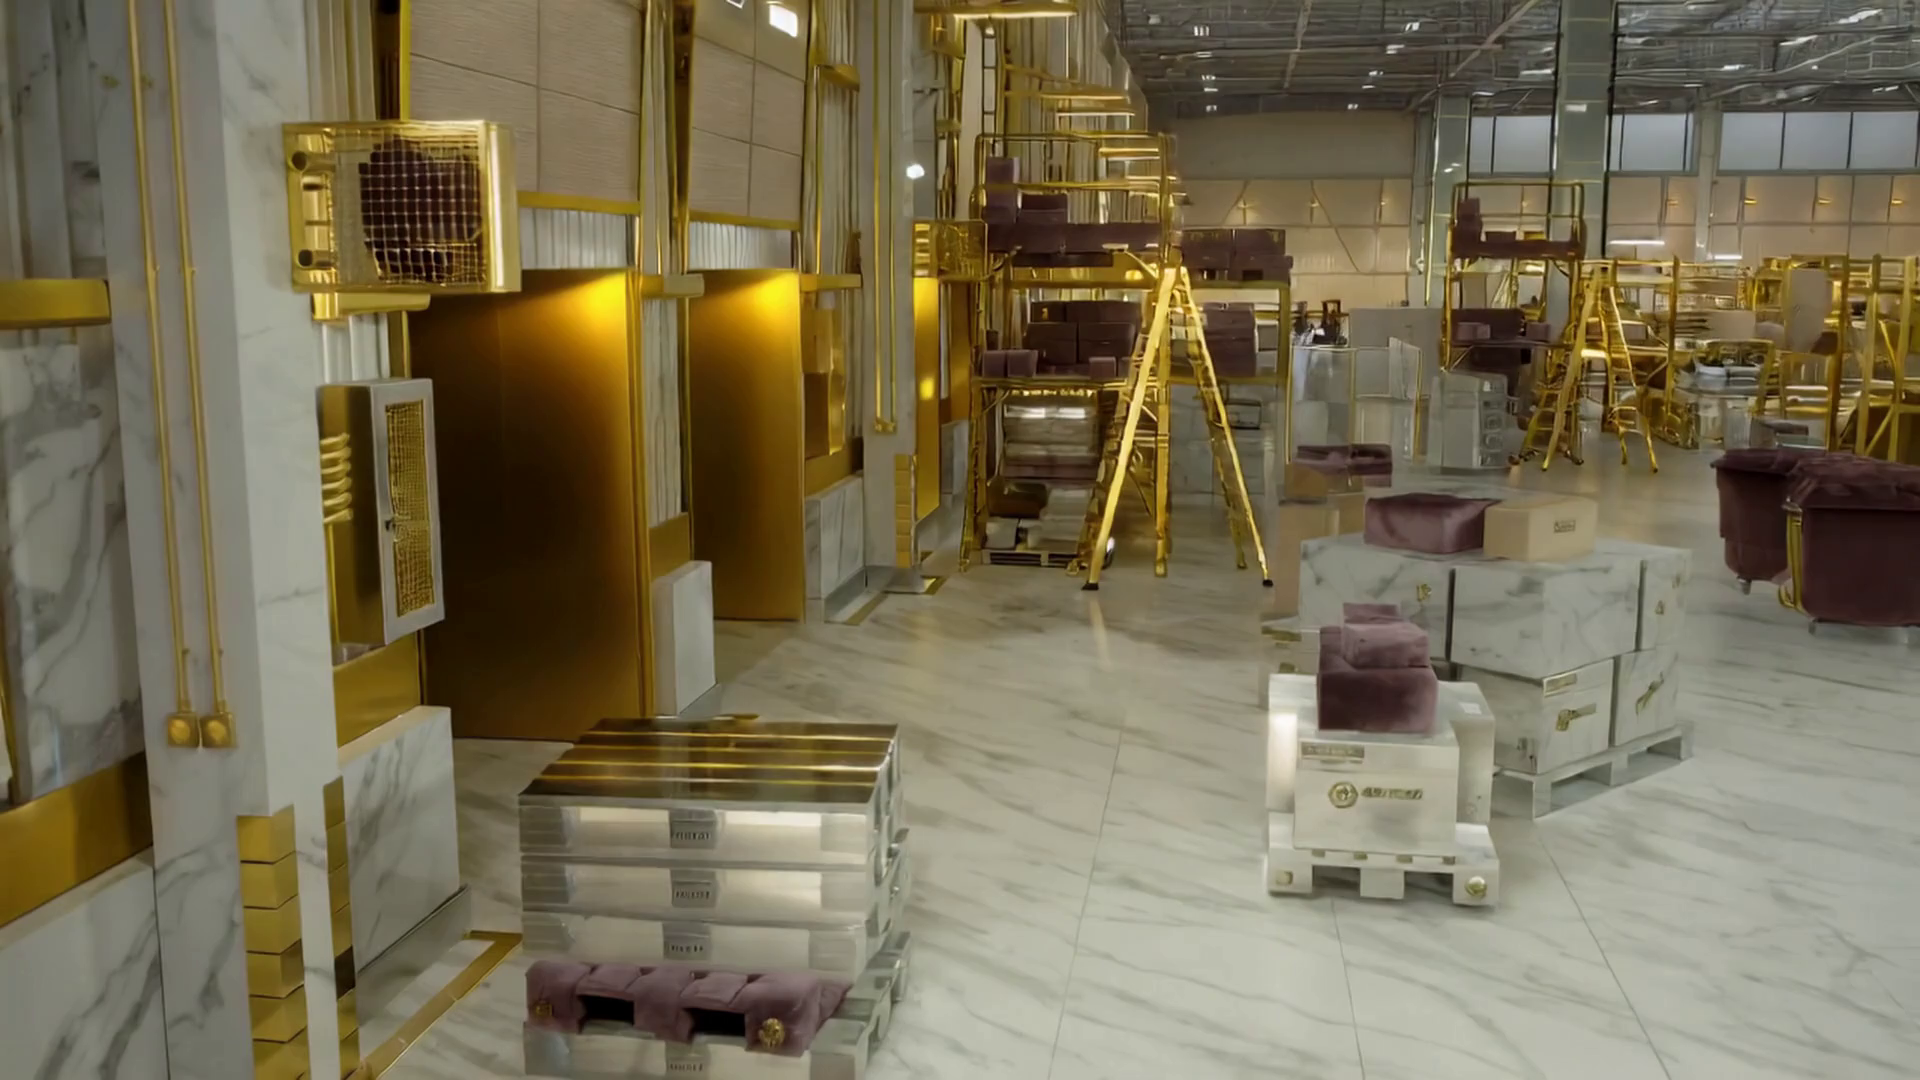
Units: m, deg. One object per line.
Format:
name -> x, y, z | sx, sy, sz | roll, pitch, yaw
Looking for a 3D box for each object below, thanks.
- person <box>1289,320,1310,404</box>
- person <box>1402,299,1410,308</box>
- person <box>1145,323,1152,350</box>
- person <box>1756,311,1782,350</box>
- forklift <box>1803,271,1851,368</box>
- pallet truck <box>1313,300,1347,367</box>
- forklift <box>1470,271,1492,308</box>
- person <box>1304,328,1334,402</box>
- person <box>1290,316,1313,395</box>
person -> 6.872, -3.566, 33.987 | 0.524, 1.829, 0.463 | -1, 9, -4
person -> 14.314, -6.777, 53.462 | 0.636, 1.939, 0.364 | 1, 9, 9
person -> 5.295, -5.571, 47.020 | 0.529, 1.613, 0.754 | 0, 9, 1
person -> 18.977, -4.452, 39.250 | 0.646, 1.890, 1.003 | -1, 9, -5
forklift -> 24.589, -6.351, 47.937 | 1.873, 2.768, 1.129 | 1, 9, 9
pallet truck -> 11.159, -6.200, 49.718 | 0.823, 1.965, 1.885 | 4, 10, 26
forklift -> 12.959, -5.334, 41.665 | 1.873, 2.768, 1.129 | 1, 9, 9
person -> 7.066, -3.320, 32.800 | 0.600, 1.714, 0.544 | 1, 9, 5
person -> 7.139, -3.770, 35.081 | 0.584, 1.884, 0.349 | 2, 9, 14
